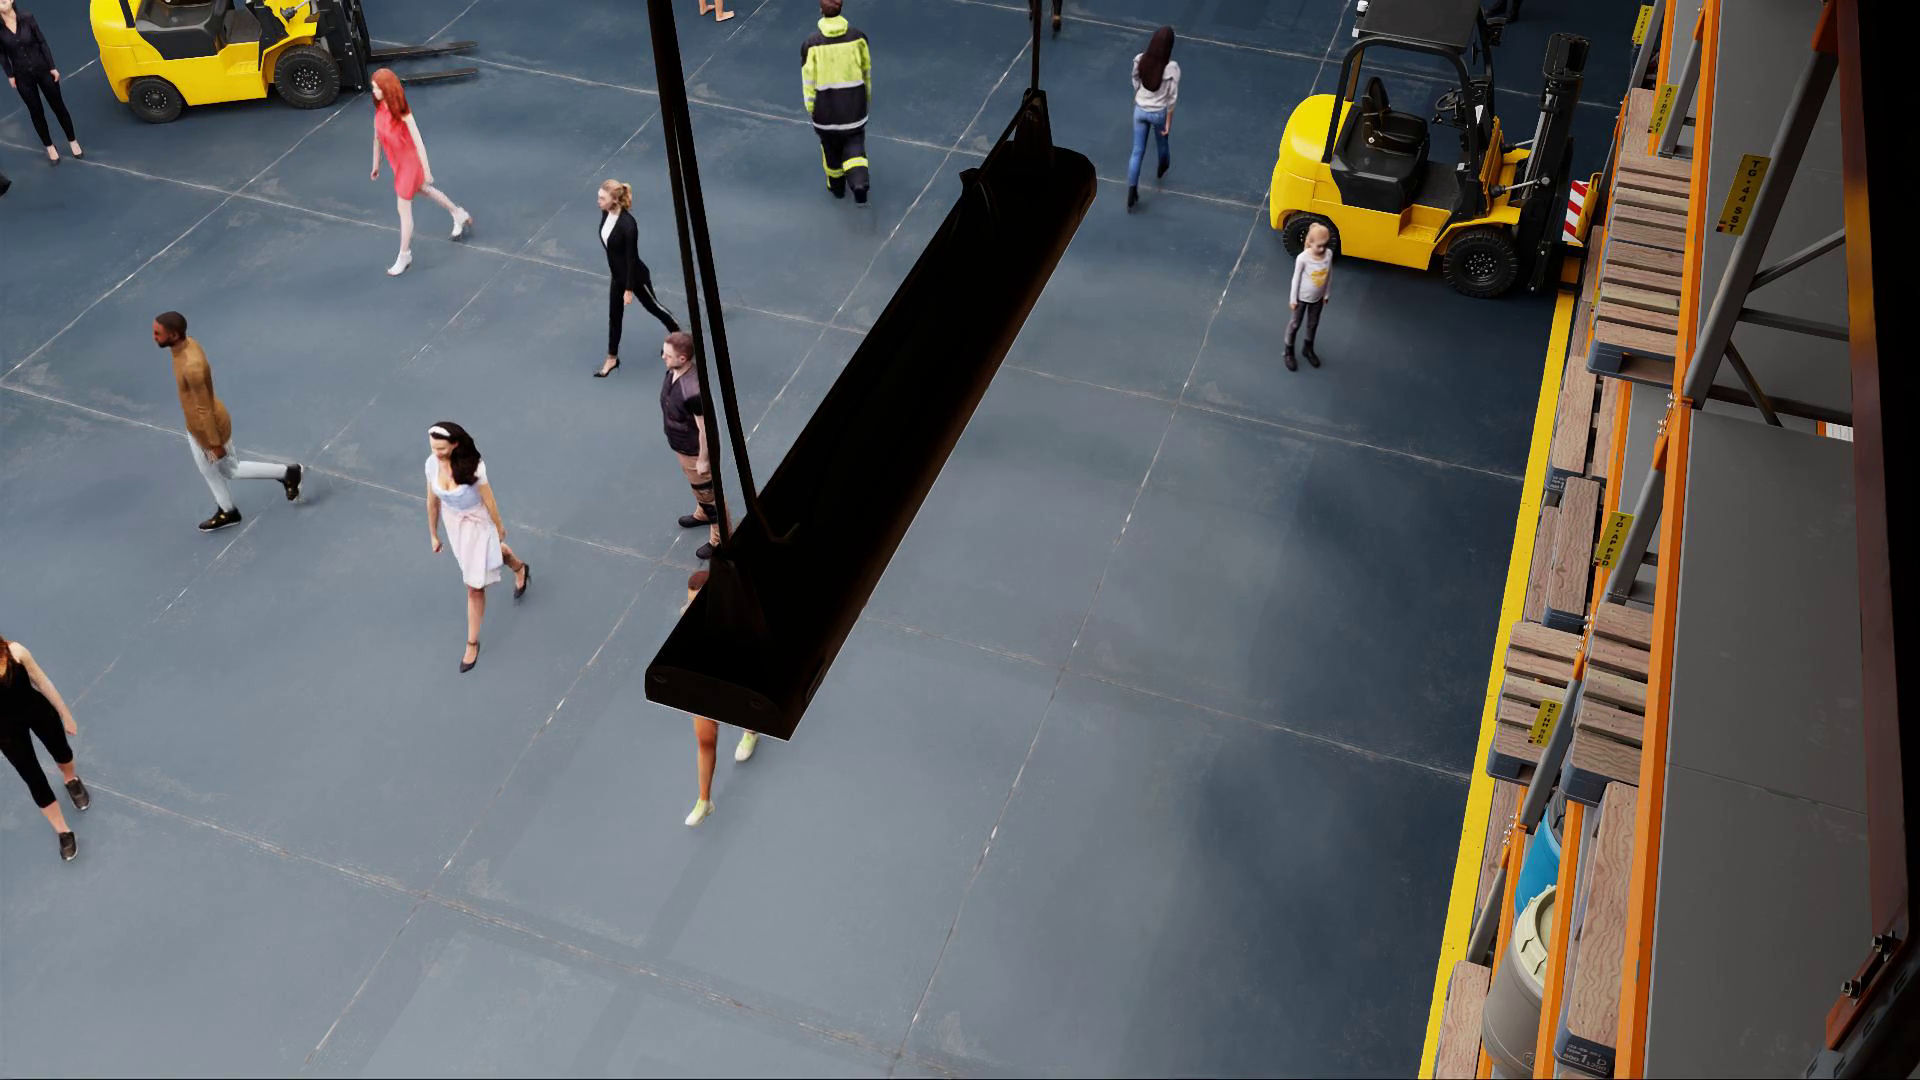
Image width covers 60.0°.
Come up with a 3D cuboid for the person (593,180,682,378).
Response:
[{"bbox_3d":[-2.481,-2.051,12.939,1.158,1.659,0.934,-32,52,-29],"label":"person"}]

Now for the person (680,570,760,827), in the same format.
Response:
[{"bbox_3d":[-1.375,0.795,9.888,0.598,1.746,1.104,13,45,13],"label":"person"}]

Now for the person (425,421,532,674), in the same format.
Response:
[{"bbox_3d":[-3.132,-0.105,10.824,0.679,1.758,1.203,11,45,11],"label":"person"}]

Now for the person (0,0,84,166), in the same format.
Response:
[{"bbox_3d":[-8.472,-4.246,15.205,0.624,1.712,0.695,-20,47,-20],"label":"person"}]

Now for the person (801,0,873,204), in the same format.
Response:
[{"bbox_3d":[-1.046,-3.816,14.569,1.065,1.966,1.147,-12,45,-12],"label":"person"}]

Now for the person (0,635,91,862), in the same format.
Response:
[{"bbox_3d":[-5.456,1.002,9.699,0.986,1.707,0.988,-24,48,-23],"label":"person"}]

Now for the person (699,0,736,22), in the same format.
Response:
[{"bbox_3d":[-2.656,-6.240,17.361,0.653,1.624,0.661,29,51,27],"label":"person"}]

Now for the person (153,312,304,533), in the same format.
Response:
[{"bbox_3d":[-5.134,-0.830,11.556,1.136,1.797,1.001,-25,49,-24],"label":"person"}]

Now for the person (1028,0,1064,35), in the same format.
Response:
[{"bbox_3d":[0.912,-6.117,17.076,0.762,1.840,0.830,1,44,1],"label":"person"}]

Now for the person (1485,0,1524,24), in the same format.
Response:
[{"bbox_3d":[5.856,-6.256,17.332,0.729,1.688,0.671,-18,47,-18],"label":"person"}]

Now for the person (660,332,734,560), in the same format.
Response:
[{"bbox_3d":[-1.798,-0.678,11.365,0.825,1.841,0.765,-18,46,-18],"label":"person"}]

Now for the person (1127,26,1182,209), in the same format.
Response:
[{"bbox_3d":[1.663,-3.711,14.737,0.602,1.581,1.049,15,46,16],"label":"person"}]

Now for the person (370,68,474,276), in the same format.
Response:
[{"bbox_3d":[-4.578,-3.171,14.025,0.915,1.782,1.237,32,52,29],"label":"person"}]

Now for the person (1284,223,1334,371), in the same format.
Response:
[{"bbox_3d":[2.743,-1.938,13.097,0.586,1.277,0.637,-13,45,-13],"label":"person"}]
